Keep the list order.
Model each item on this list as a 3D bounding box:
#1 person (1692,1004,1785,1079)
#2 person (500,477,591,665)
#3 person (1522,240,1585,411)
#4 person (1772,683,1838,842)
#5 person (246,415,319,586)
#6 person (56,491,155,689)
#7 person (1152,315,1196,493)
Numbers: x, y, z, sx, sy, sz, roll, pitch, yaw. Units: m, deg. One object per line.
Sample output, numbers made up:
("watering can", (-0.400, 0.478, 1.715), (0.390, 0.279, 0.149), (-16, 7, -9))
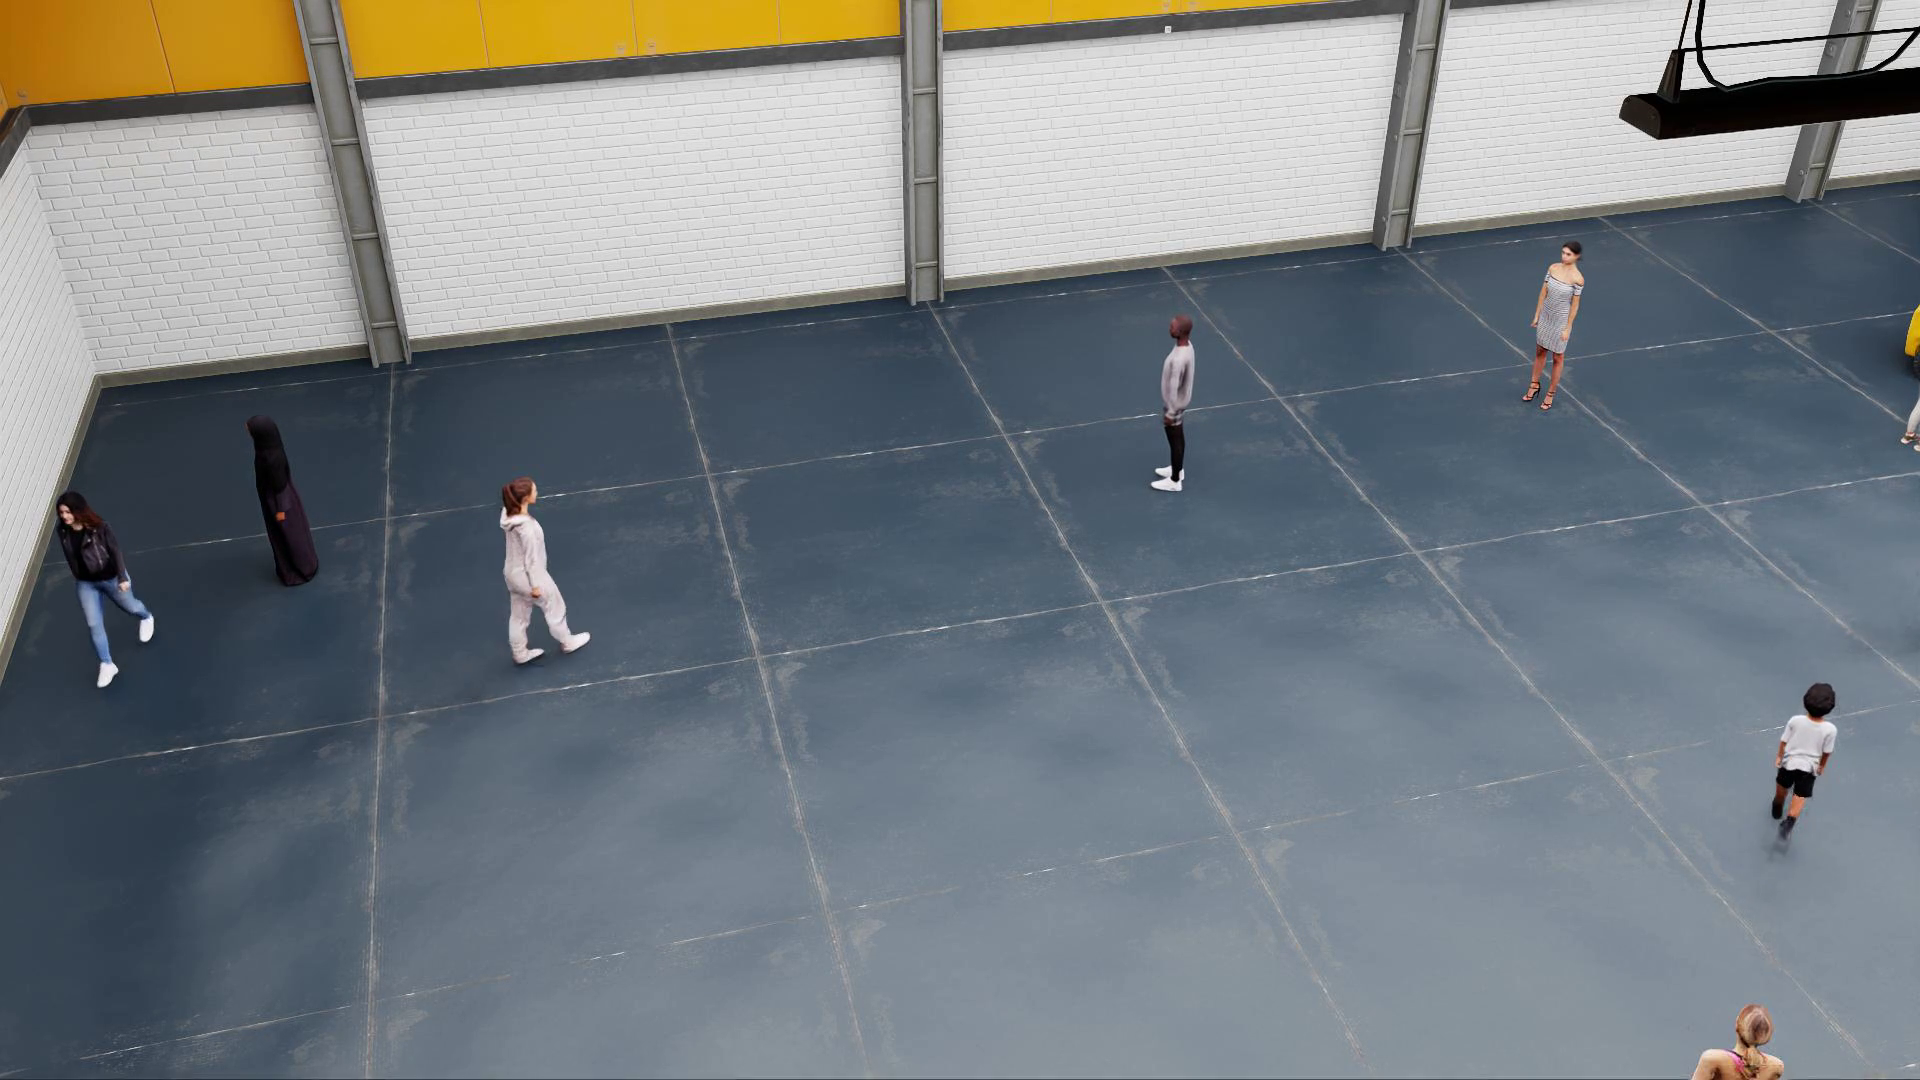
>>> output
("person", (4.019, 3.223, 8.787), (1.098, 1.745, 0.971), (5, 34, 7))
("person", (-3.531, 0.305, 13.254), (0.987, 1.660, 0.862), (-25, 41, -33))
("person", (6.045, -2.195, 16.869), (0.653, 1.822, 0.665), (-23, 40, -30))
("person", (5.935, 1.570, 11.720), (0.778, 1.251, 0.834), (17, 37, 23))
("person", (-5.852, -0.374, 14.317), (0.631, 1.614, 0.637), (-14, 36, -20))
("person", (-6.838, 0.290, 13.331), (1.082, 1.599, 0.854), (-2, 34, -3))
("person", (2.035, -1.288, 15.550), (0.677, 1.771, 0.689), (6, 34, 9))
